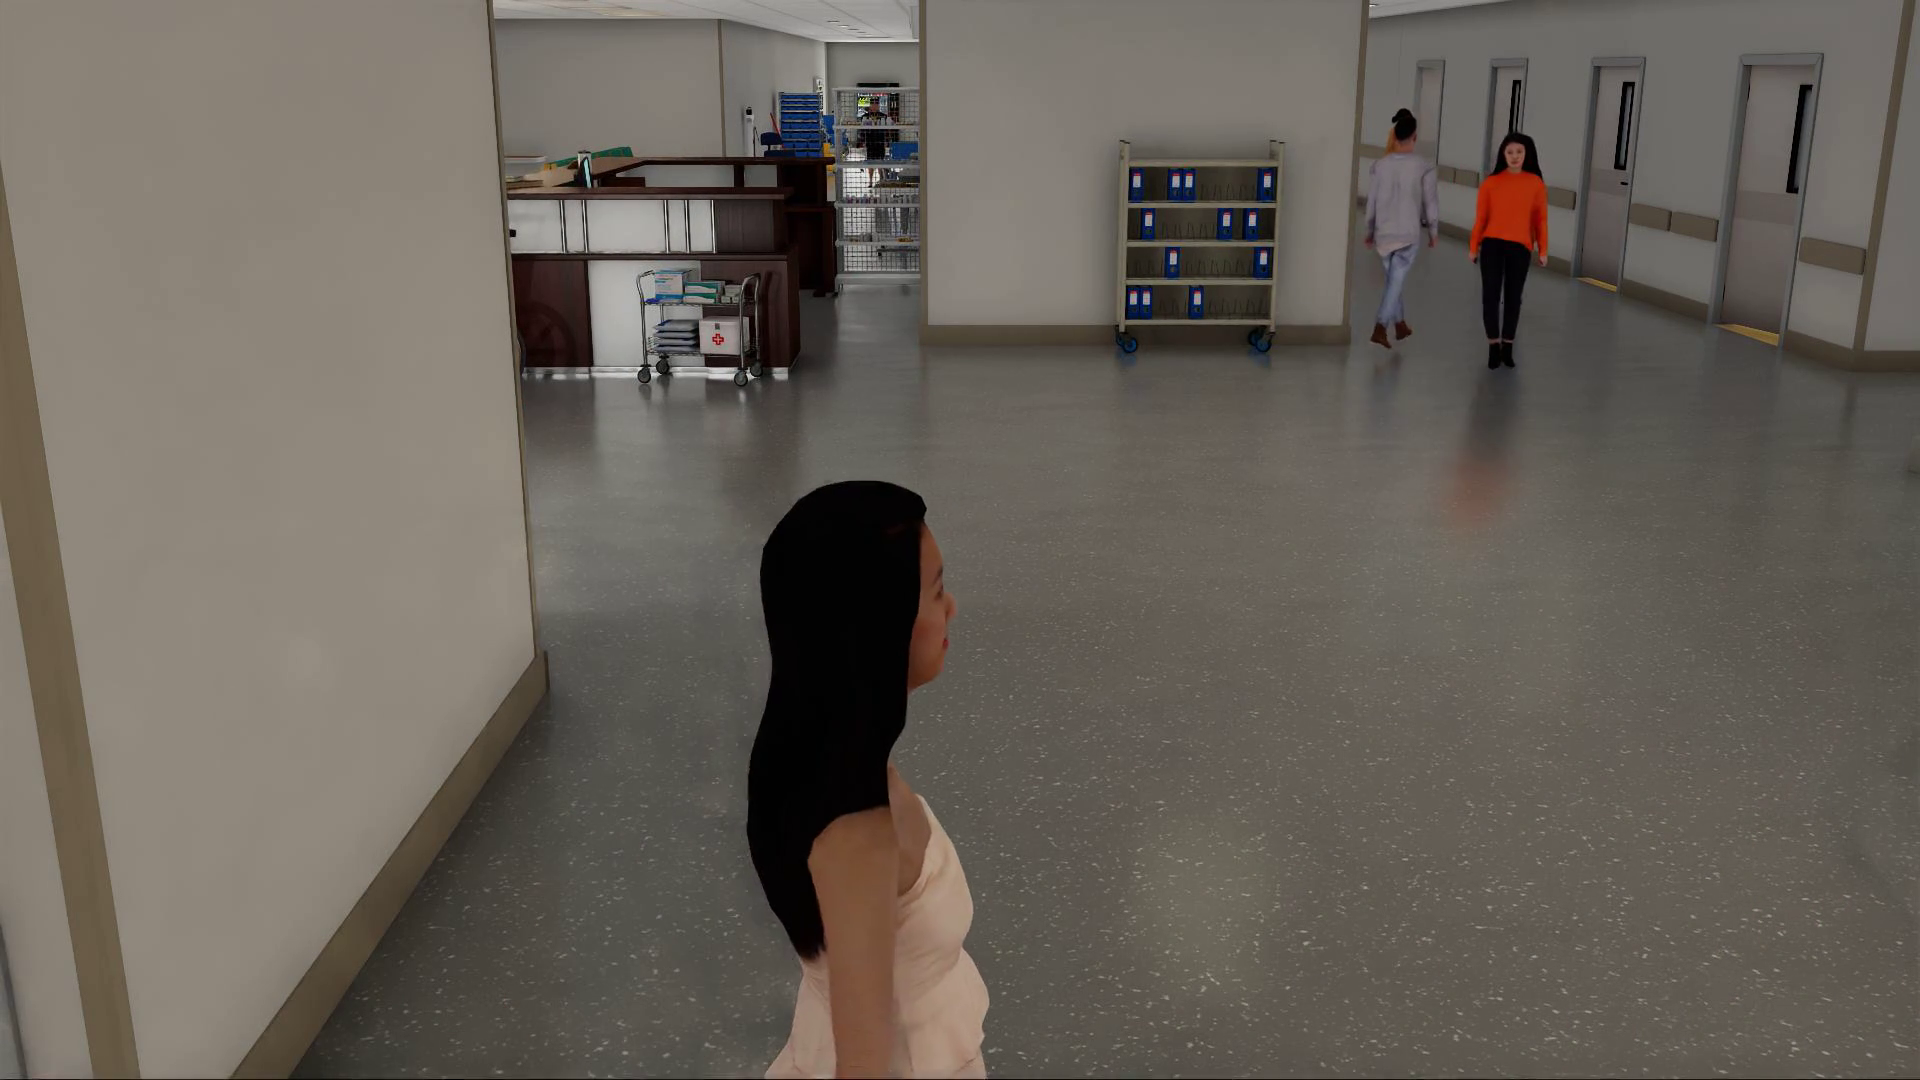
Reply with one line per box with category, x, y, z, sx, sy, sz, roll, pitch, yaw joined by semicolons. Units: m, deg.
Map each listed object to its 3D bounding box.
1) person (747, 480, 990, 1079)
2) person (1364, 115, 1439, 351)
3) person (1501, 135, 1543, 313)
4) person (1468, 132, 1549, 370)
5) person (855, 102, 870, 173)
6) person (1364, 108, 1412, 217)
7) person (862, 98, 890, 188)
person;-0.184;0.775;2.025;0.731;1.732;0.652;-4;16;-12
person;3.419;-2.369;13.061;1.225;1.795;1.184;11;19;33
person;5.041;-2.848;15.158;1.036;1.579;0.799;3;16;10
person;4.047;-2.140;12.377;0.709;1.725;0.820;1;16;4
person;-2.088;-8.755;36.189;0.865;1.535;0.729;4;16;15
person;6.295;-5.479;24.433;1.194;1.610;1.030;12;20;37
person;-1.586;-7.536;31.616;0.539;1.672;0.727;0;16;0
